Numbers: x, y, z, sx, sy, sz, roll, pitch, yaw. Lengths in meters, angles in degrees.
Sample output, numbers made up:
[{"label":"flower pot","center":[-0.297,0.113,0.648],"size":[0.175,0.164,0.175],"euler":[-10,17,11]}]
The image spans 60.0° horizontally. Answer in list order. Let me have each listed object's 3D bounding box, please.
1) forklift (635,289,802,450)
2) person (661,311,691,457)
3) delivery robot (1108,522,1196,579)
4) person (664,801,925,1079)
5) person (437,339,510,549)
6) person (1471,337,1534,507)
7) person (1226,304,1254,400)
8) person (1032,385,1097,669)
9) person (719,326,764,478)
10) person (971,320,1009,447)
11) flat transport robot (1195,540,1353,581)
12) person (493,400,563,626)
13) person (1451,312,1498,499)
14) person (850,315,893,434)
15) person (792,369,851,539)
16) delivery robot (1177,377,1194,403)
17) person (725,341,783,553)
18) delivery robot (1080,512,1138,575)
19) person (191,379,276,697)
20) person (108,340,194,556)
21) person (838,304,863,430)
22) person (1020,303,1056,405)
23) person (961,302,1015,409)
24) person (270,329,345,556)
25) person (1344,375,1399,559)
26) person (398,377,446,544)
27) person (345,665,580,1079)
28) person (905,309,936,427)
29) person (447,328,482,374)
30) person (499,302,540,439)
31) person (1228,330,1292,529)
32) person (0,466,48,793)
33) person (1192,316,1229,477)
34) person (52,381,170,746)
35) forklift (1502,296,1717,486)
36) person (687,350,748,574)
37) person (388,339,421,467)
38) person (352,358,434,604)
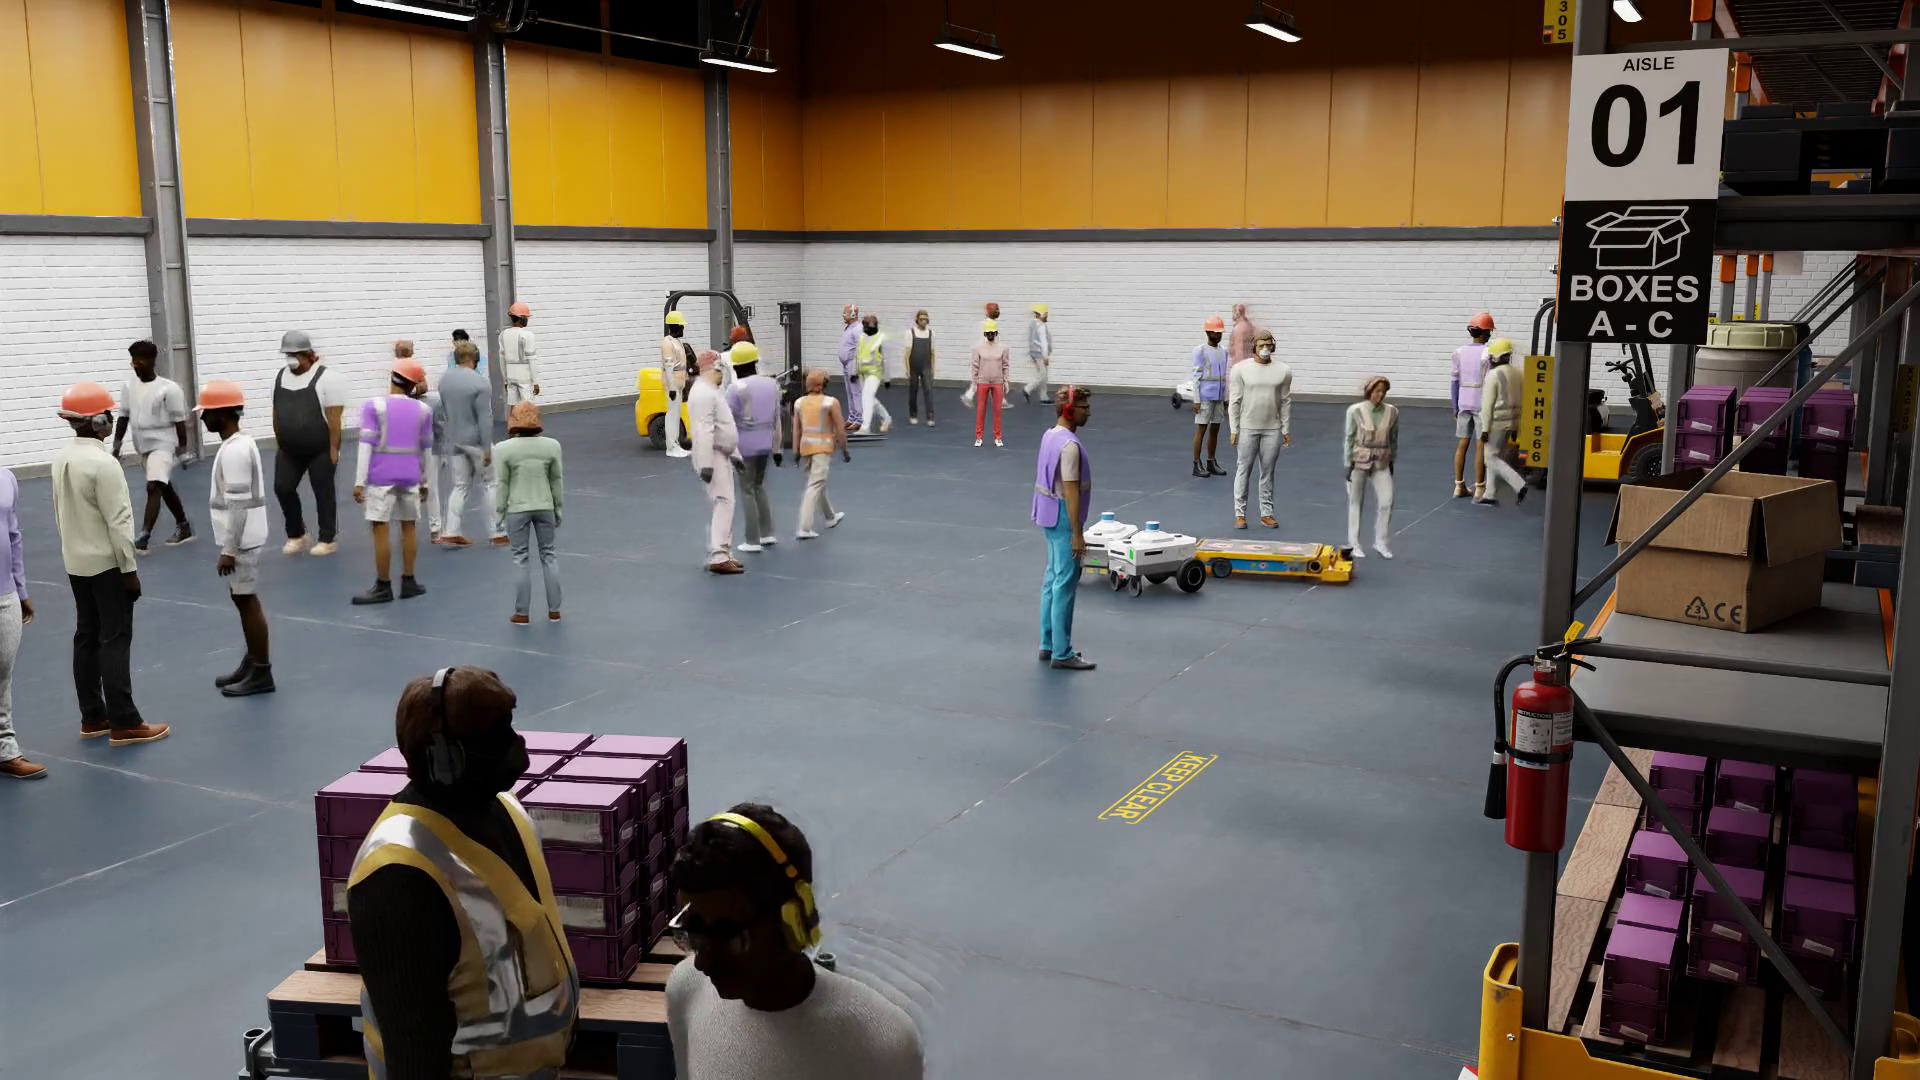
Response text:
[{"label":"forklift","center":[-3.358,-2.392,23.136],"size":[2.313,2.155,1.214],"euler":[-1,10,-5]},{"label":"person","center":[-3.752,-2.056,21.961],"size":[0.366,1.927,0.588],"euler":[0,10,2]},{"label":"delivery robot","center":[1.524,0.097,13.193],"size":[0.707,0.478,0.477],"euler":[-6,12,-32]},{"label":"person","center":[-0.264,1.314,2.710],"size":[0.679,1.834,0.634],"euler":[5,11,27]},{"label":"person","center":[-4.472,-0.865,15.116],"size":[0.646,1.907,0.666],"euler":[5,11,28]},{"label":"person","center":[5.716,-1.207,17.399],"size":[0.610,1.808,0.692],"euler":[-9,13,-41]},{"label":"person","center":[4.566,-2.943,27.318],"size":[1.008,1.853,0.646],"euler":[6,11,31]},{"label":"person","center":[0.675,-0.085,10.798],"size":[0.398,1.842,0.587],"euler":[-2,10,-10]},{"label":"person","center":[-2.584,-1.589,19.537],"size":[0.603,1.827,1.007],"euler":[-3,10,-18]},{"label":"person","center":[0.424,-2.169,23.084],"size":[0.533,1.767,0.327],"euler":[-1,10,-4]},{"label":"flat transport robot","center":[2.554,0.154,13.954],"size":[1.431,0.197,0.652],"euler":[3,10,16]},{"label":"person","center":[-3.114,-0.196,12.042],"size":[0.503,1.632,0.266],"euler":[-6,11,-30]},{"label":"person","center":[5.644,-1.457,18.154],"size":[0.379,2.045,0.605],"euler":[-7,12,-37]},{"label":"person","center":[-1.291,-2.446,24.647],"size":[0.898,1.780,0.614],"euler":[-8,13,-39]},{"label":"person","center":[-1.313,-0.827,15.848],"size":[0.510,1.582,0.894],"euler":[6,12,33]},{"label":"delivery robot","center":[4.016,-2.556,28.531],"size":[0.477,0.478,0.707],"euler":[-3,10,-22]},{"label":"person","center":[-1.920,-0.824,14.901],"size":[0.508,1.907,0.625],"euler":[7,12,36]},{"label":"delivery robot","center":[1.211,0.017,13.657],"size":[0.477,0.478,0.707],"euler":[4,11,23]},{"label":"person","center":[-4.405,-0.012,10.102],"size":[0.373,1.934,0.552],"euler":[-4,11,-23]},{"label":"person","center":[-7.292,-0.836,14.953],"size":[0.625,1.908,1.021],"euler":[4,10,21]},{"label":"person","center":[-1.656,-2.635,25.376],"size":[0.407,1.908,0.641],"euler":[-4,10,-20]},{"label":"person","center":[1.374,-3.254,29.209],"size":[0.599,1.817,0.608],"euler":[-2,10,-11]},{"label":"person","center":[0.472,-3.166,28.634],"size":[0.891,1.851,0.575],"euler":[-1,10,-4]},{"label":"person","center":[-5.778,-0.859,14.704],"size":[0.697,2.000,0.544],"euler":[1,10,6]},{"label":"person","center":[3.601,-0.625,14.573],"size":[0.535,1.622,0.539],"euler":[-1,10,-7]},{"label":"person","center":[-5.017,-0.775,15.396],"size":[0.508,1.632,0.265],"euler":[-1,10,-7]},{"label":"person","center":[-1.021,1.169,3.535],"size":[0.429,1.846,0.625],"euler":[0,10,0]},{"label":"person","center":[-0.613,-2.675,25.876],"size":[0.518,1.833,0.659],"euler":[-2,10,-12]},{"label":"person","center":[-6.700,-2.044,22.609],"size":[0.536,1.672,0.677],"euler":[3,10,15]},{"label":"person","center":[-5.820,-2.139,22.105],"size":[0.615,2.041,0.376],"euler":[6,11,31]},{"label":"person","center":[2.931,-1.075,16.246],"size":[0.627,1.940,0.372],"euler":[-1,10,-6]},{"label":"person","center":[-4.901,0.299,8.296],"size":[0.372,1.940,0.631],"euler":[2,10,14]},{"label":"person","center":[3.035,-1.720,19.989],"size":[0.552,1.935,0.368],"euler":[-7,12,-36]},{"label":"person","center":[-4.692,0.130,9.105],"size":[0.611,1.997,0.375],"euler":[7,12,33]},{"label":"forklift","center":[7.296,-1.677,18.993],"size":[2.313,2.155,1.214],"euler":[5,11,27]},{"label":"person","center":[-2.058,-0.654,14.048],"size":[0.466,1.865,0.753],"euler":[1,10,3]},{"label":"person","center":[-7.071,-1.708,20.839],"size":[0.566,1.617,0.535],"euler":[0,10,-2]},{"label":"person","center":[-4.419,-0.453,12.860],"size":[0.739,1.884,0.312],"euler":[-9,13,-41]}]
